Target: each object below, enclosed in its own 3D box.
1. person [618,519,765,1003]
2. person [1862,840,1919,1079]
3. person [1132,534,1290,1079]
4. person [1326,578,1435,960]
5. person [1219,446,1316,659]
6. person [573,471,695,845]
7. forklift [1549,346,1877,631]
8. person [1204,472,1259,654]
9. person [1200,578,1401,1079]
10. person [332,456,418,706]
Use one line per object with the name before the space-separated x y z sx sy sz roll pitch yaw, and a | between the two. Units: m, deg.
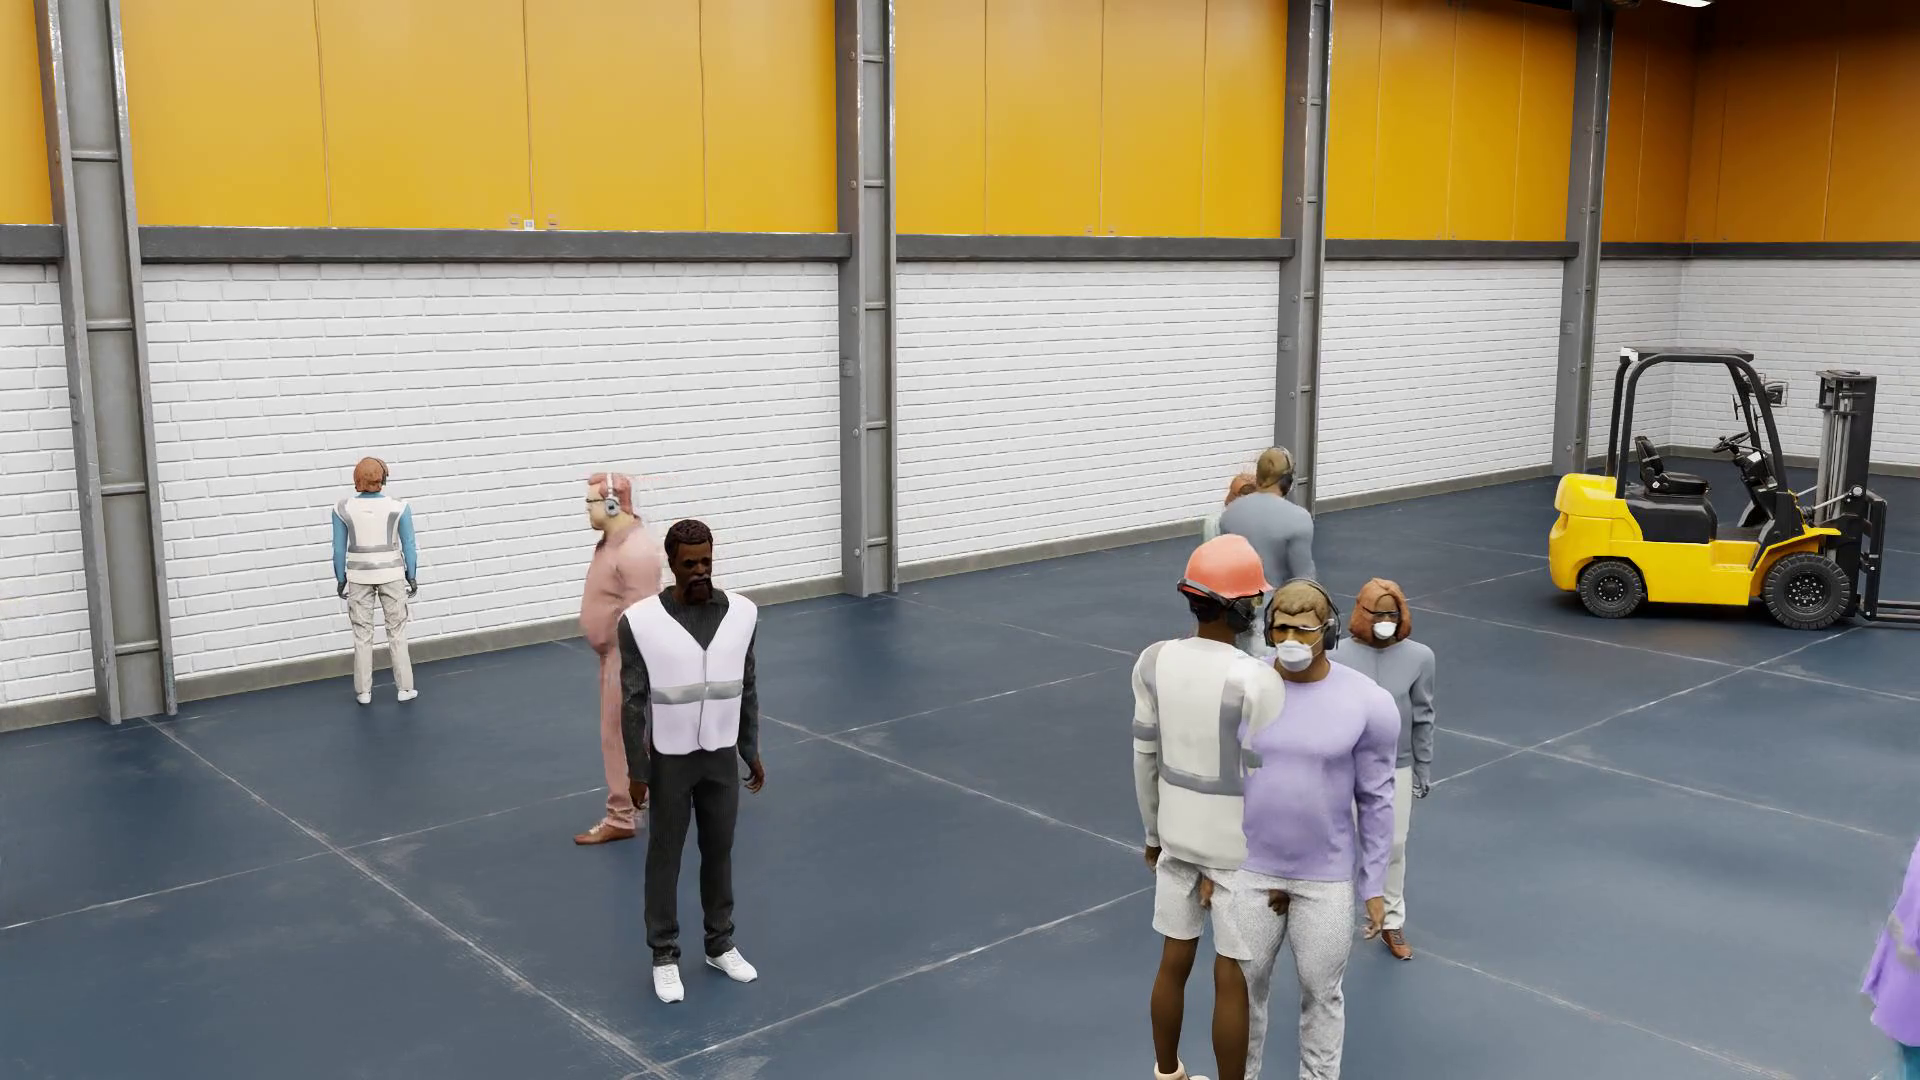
person | -1.070 0.859 6.670 0.591 1.919 0.391 -7 12 -34
person | 2.584 1.316 4.348 0.398 1.801 0.675 3 10 20
person | 0.850 0.993 5.515 0.378 2.045 0.605 -9 13 -42
person | 1.721 0.956 6.957 0.501 1.626 0.277 0 10 0
person | 1.623 0.432 9.257 0.860 1.906 0.655 -7 12 -34
person | -1.620 0.580 8.416 0.691 1.884 0.646 -4 11 -23
forklift | 6.109 -0.478 13.691 2.313 2.155 1.214 3 10 16
person | 1.819 0.340 10.629 0.546 1.605 0.702 2 10 12
person | 1.071 1.072 5.360 0.627 1.940 0.375 4 10 20
person | -3.828 0.273 10.913 0.523 1.639 0.309 -2 10 -13
